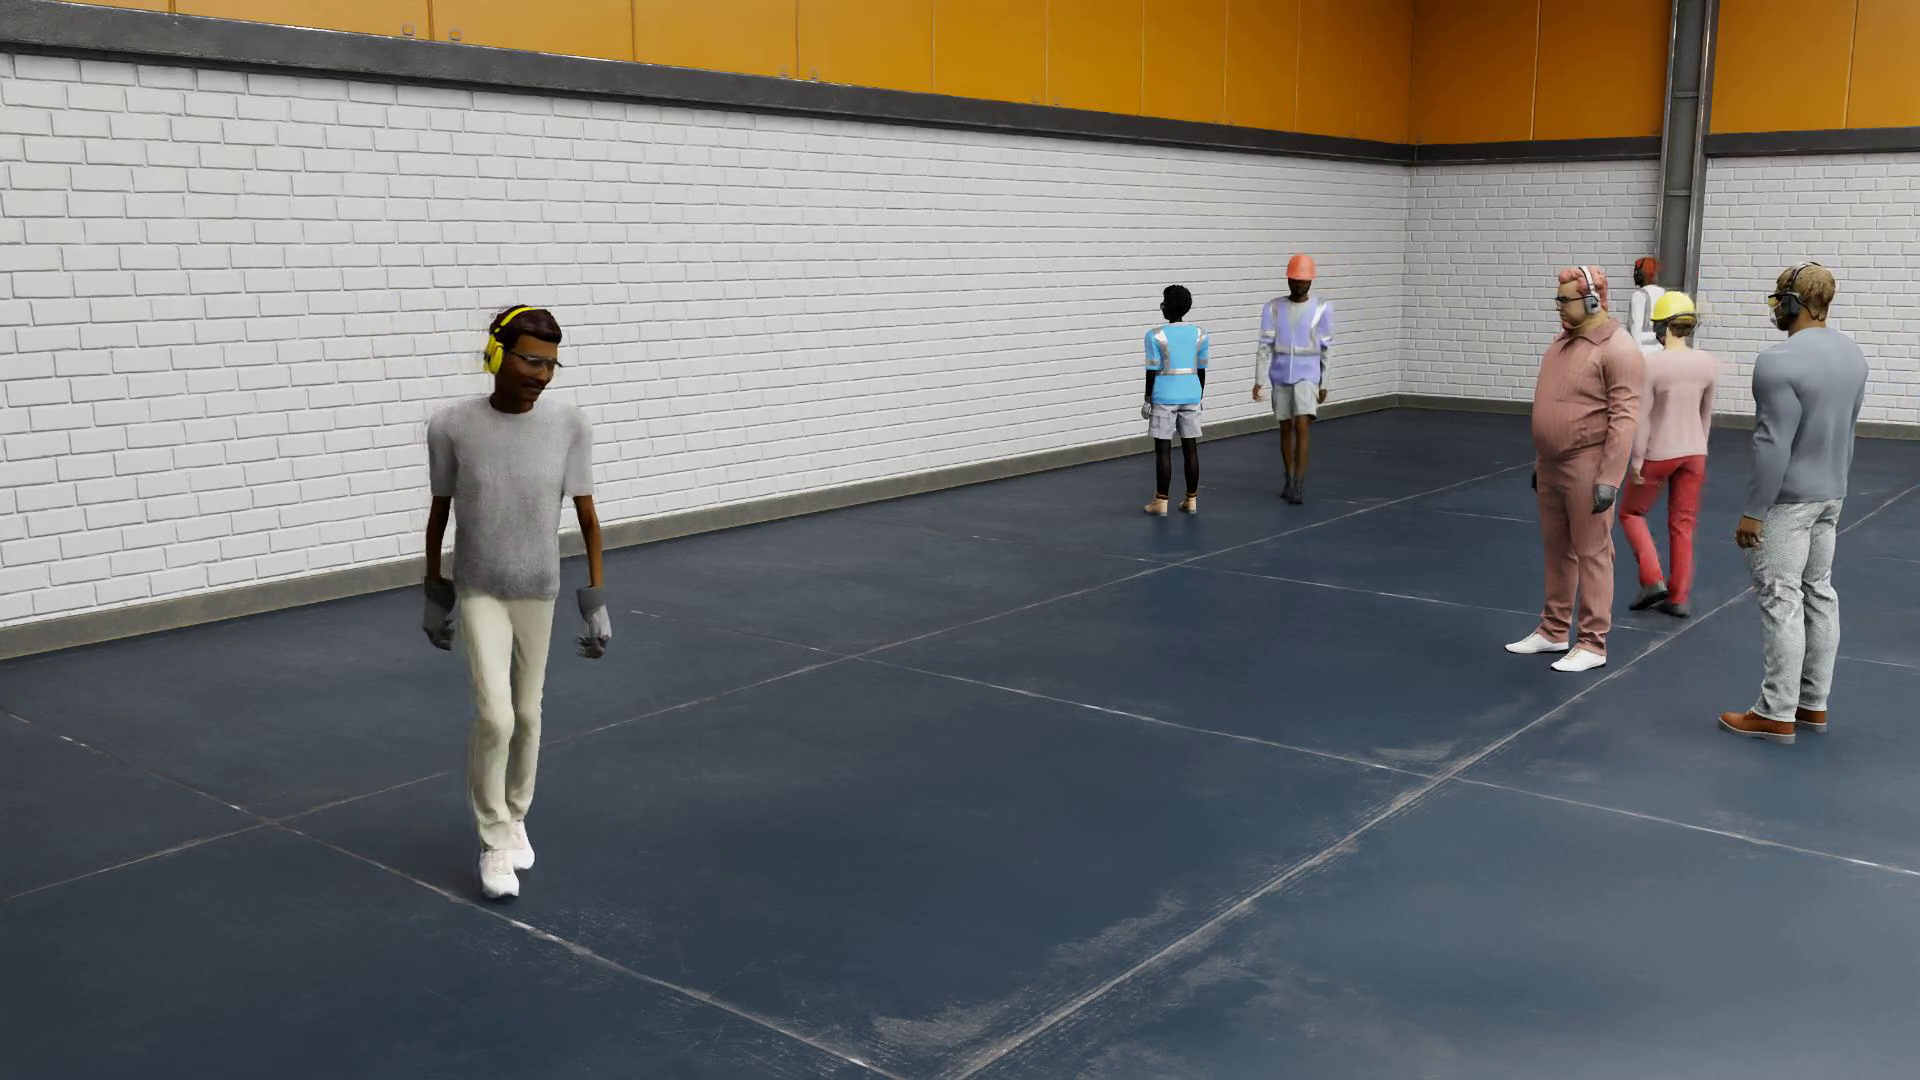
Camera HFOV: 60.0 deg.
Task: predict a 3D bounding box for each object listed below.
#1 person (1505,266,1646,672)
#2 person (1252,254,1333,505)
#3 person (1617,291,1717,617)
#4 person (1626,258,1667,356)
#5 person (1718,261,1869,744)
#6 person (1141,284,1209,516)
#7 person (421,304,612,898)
[{"bbox_3d":[2.898,-0.333,7.868,0.406,1.902,0.636,-2,10,-13],"label":"person"},{"bbox_3d":[2.549,-1.229,12.803,0.562,1.899,0.852,4,11,21],"label":"person"},{"bbox_3d":[3.799,-0.450,8.942,0.532,1.754,0.388,-2,10,-10],"label":"person"},{"bbox_3d":[6.768,-1.897,16.695,0.585,1.844,0.846,-6,12,-32],"label":"person"},{"bbox_3d":[3.377,-0.148,6.732,0.634,1.937,0.355,-7,12,-33],"label":"person"},{"bbox_3d":[1.578,-1.023,12.244,0.537,1.700,0.317,-4,11,-22],"label":"person"},{"bbox_3d":[-1.388,0.186,5.184,0.533,1.827,0.702,-5,11,-26],"label":"person"}]
